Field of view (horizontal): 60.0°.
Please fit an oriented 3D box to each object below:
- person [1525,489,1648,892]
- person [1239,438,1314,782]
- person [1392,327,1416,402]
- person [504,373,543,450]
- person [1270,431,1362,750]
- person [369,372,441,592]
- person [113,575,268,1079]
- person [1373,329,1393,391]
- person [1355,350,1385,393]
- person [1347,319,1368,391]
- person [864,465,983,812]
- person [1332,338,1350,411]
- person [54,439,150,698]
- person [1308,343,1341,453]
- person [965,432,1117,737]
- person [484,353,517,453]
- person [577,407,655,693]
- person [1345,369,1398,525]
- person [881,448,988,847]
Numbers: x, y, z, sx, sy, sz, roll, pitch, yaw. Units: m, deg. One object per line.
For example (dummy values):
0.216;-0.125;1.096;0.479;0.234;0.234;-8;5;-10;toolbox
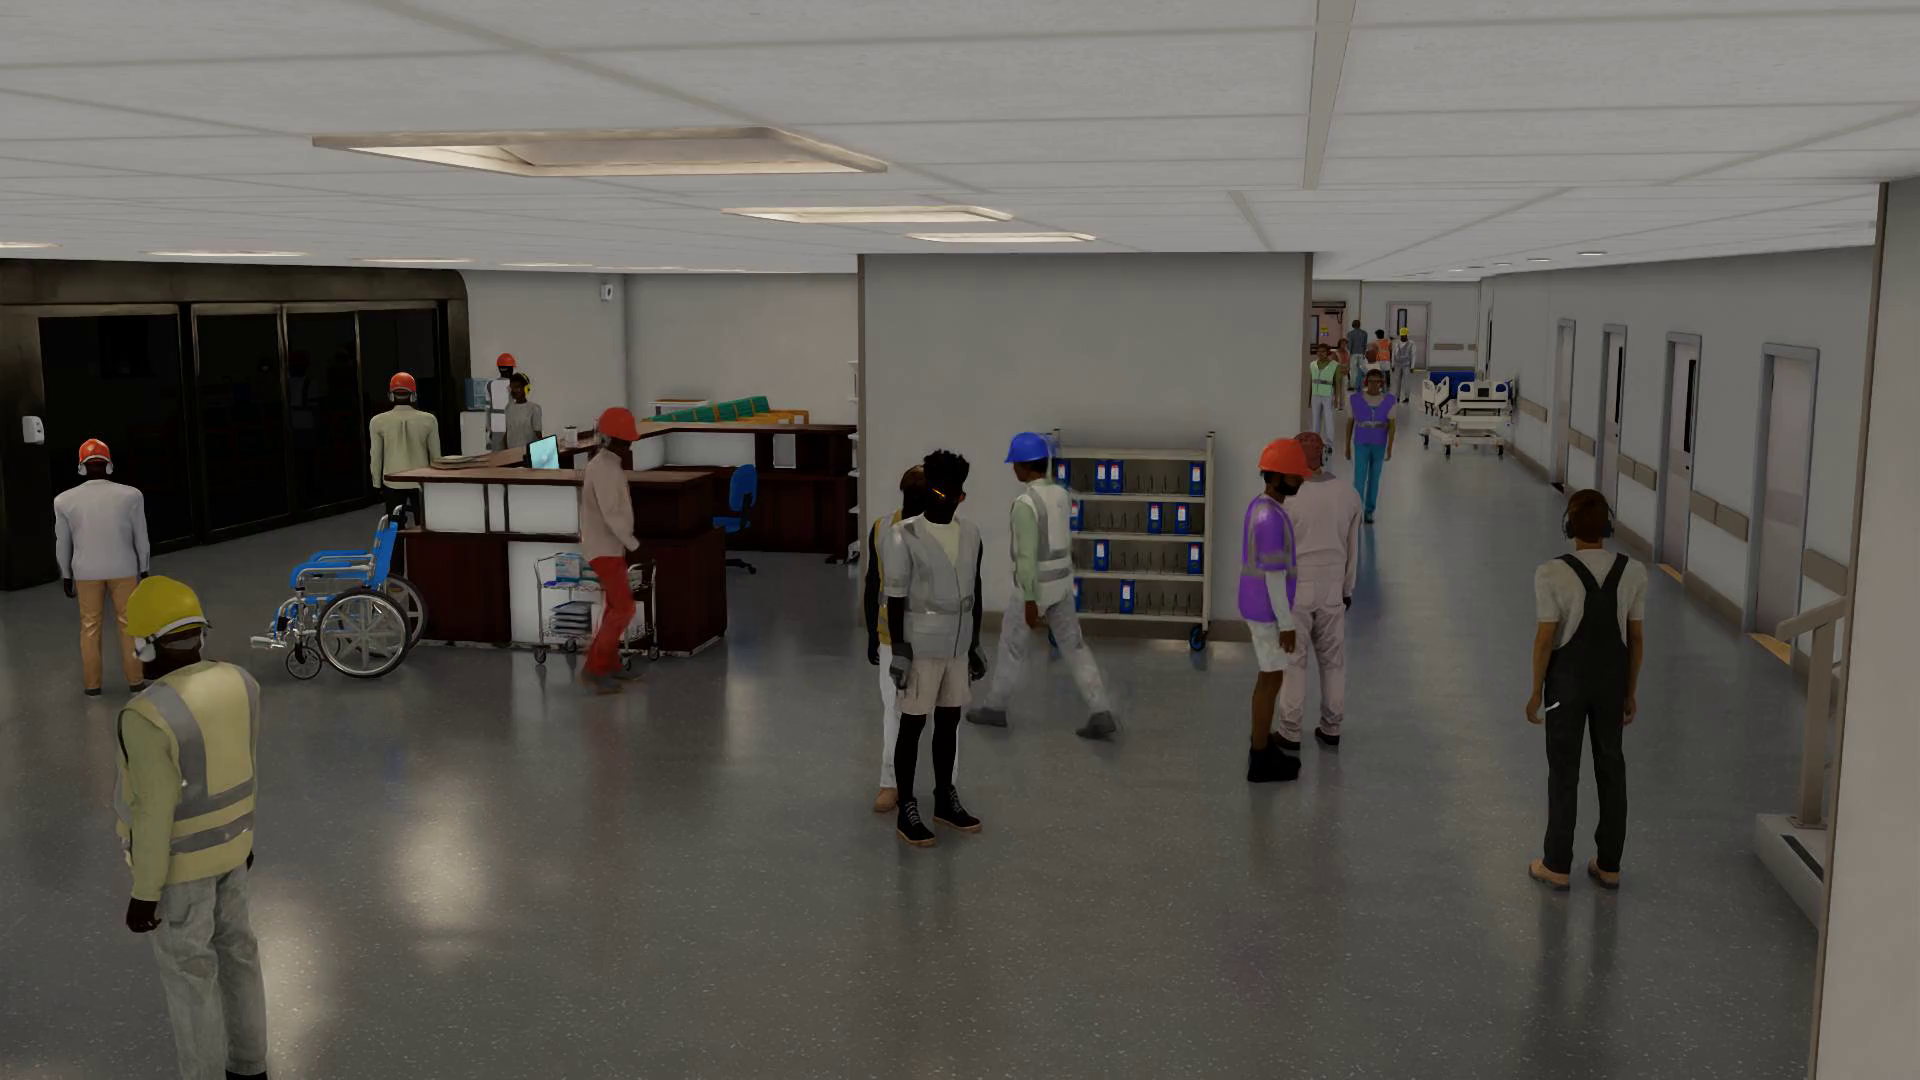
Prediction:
2.837;0.687;7.575;0.506;1.842;0.348;0;9;-2;person
1.754;0.383;9.308;0.385;1.933;0.545;1;9;8;person
10.761;-4.246;40.392;0.590;1.824;0.403;7;11;39;person
-4.640;-0.835;17.590;0.512;1.873;0.328;4;9;25;person
2.062;0.303;9.940;0.643;1.902;0.400;-3;9;-18;person
-5.014;-0.521;15.088;0.622;1.993;0.381;-3;9;-21;person
-2.511;1.020;5.412;0.403;1.827;0.601;1;9;9;person
11.383;-4.838;44.808;0.562;1.674;0.352;1;9;5;person
7.608;-2.742;31.069;0.537;1.606;0.762;-2;9;-12;person
10.731;-5.006;45.055;0.627;1.936;0.373;-3;9;-20;person
-0.200;0.520;8.708;0.621;1.840;0.430;1;9;10;person
8.609;-3.738;37.615;0.522;1.639;0.310;-5;10;-28;person
-5.763;0.189;11.207;0.564;1.743;0.352;-4;9;-24;person
6.113;-2.382;27.943;0.574;1.841;0.374;8;12;42;person
0.533;0.275;10.196;1.049;1.887;0.634;6;10;34;person
-5.826;-1.437;21.412;0.546;1.929;0.392;2;9;13;person
-2.330;0.071;11.261;0.499;1.959;0.621;0;9;-3;person
4.793;-1.078;19.362;0.564;1.816;0.654;1;9;6;person
-0.112;0.523;8.279;0.600;1.959;0.380;-8;12;-42;person
